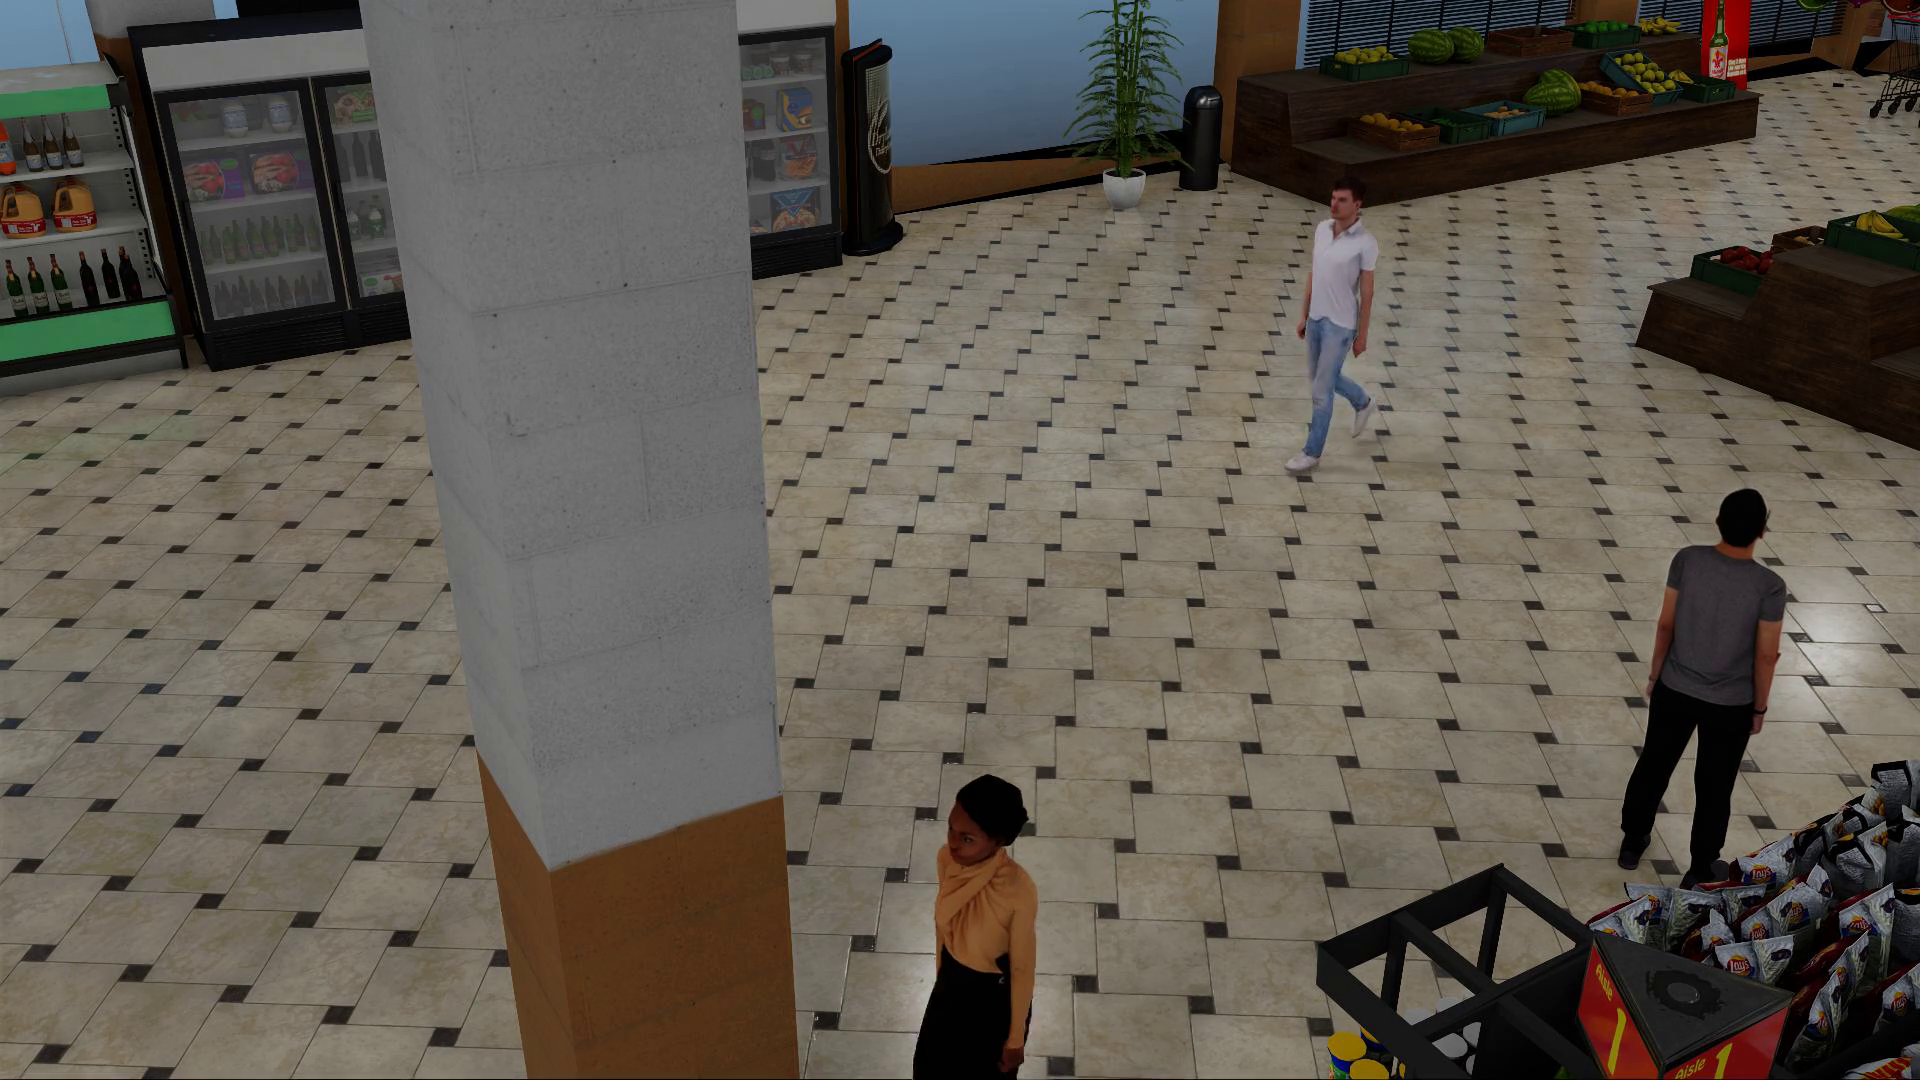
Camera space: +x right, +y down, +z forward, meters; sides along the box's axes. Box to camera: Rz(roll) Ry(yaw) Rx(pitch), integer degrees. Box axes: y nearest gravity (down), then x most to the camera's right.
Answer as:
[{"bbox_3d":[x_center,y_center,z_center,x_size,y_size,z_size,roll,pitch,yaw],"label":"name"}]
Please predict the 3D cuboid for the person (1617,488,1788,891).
[{"bbox_3d":[2.938,0.595,6.558,0.671,1.753,0.646,22,34,37],"label":"person"}]

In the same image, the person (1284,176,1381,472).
[{"bbox_3d":[2.377,-1.350,10.310,1.065,1.828,0.633,-15,30,-27],"label":"person"}]

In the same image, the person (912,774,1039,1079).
[{"bbox_3d":[0.132,1.400,5.089,0.750,1.645,0.662,-24,35,-39],"label":"person"}]
